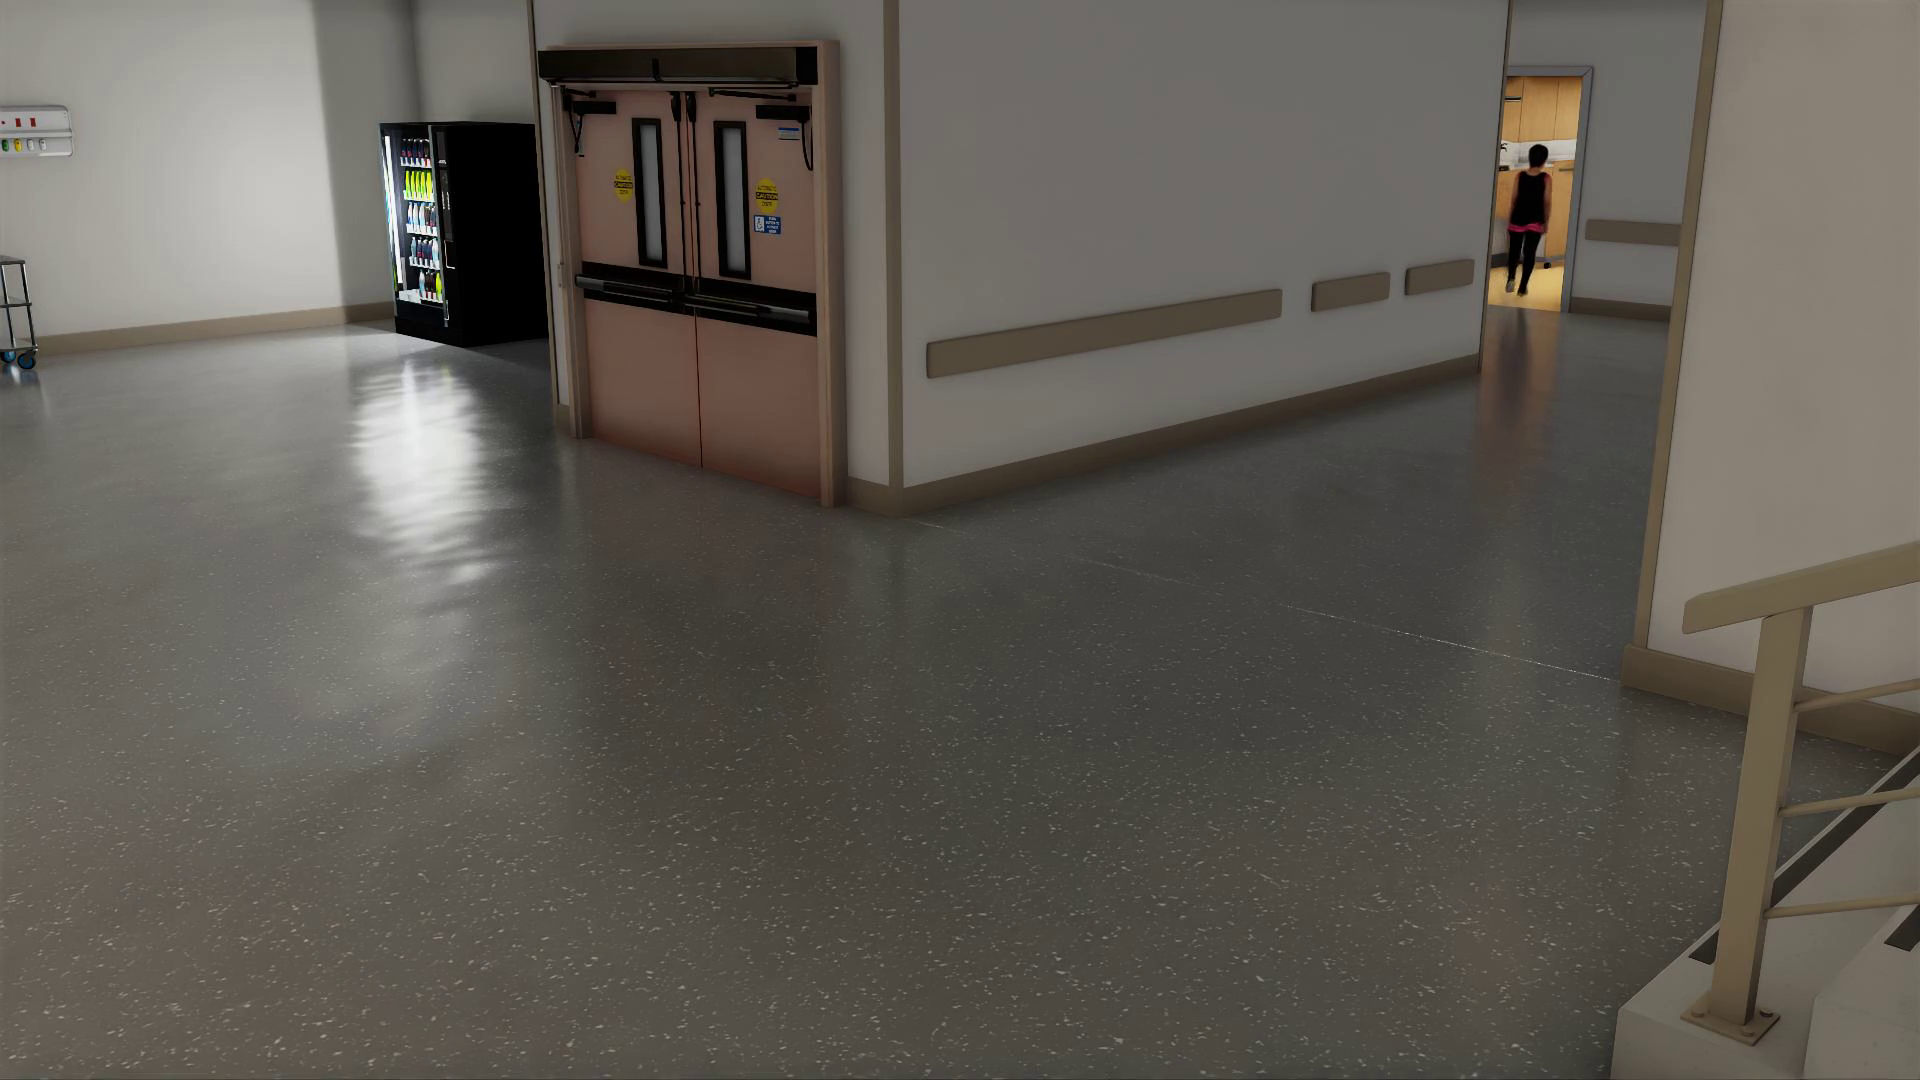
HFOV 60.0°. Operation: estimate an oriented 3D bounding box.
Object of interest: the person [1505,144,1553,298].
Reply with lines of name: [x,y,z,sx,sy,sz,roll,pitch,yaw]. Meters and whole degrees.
person: [5.806,-3.259,17.054,0.598,1.540,0.690,8,18,27]
